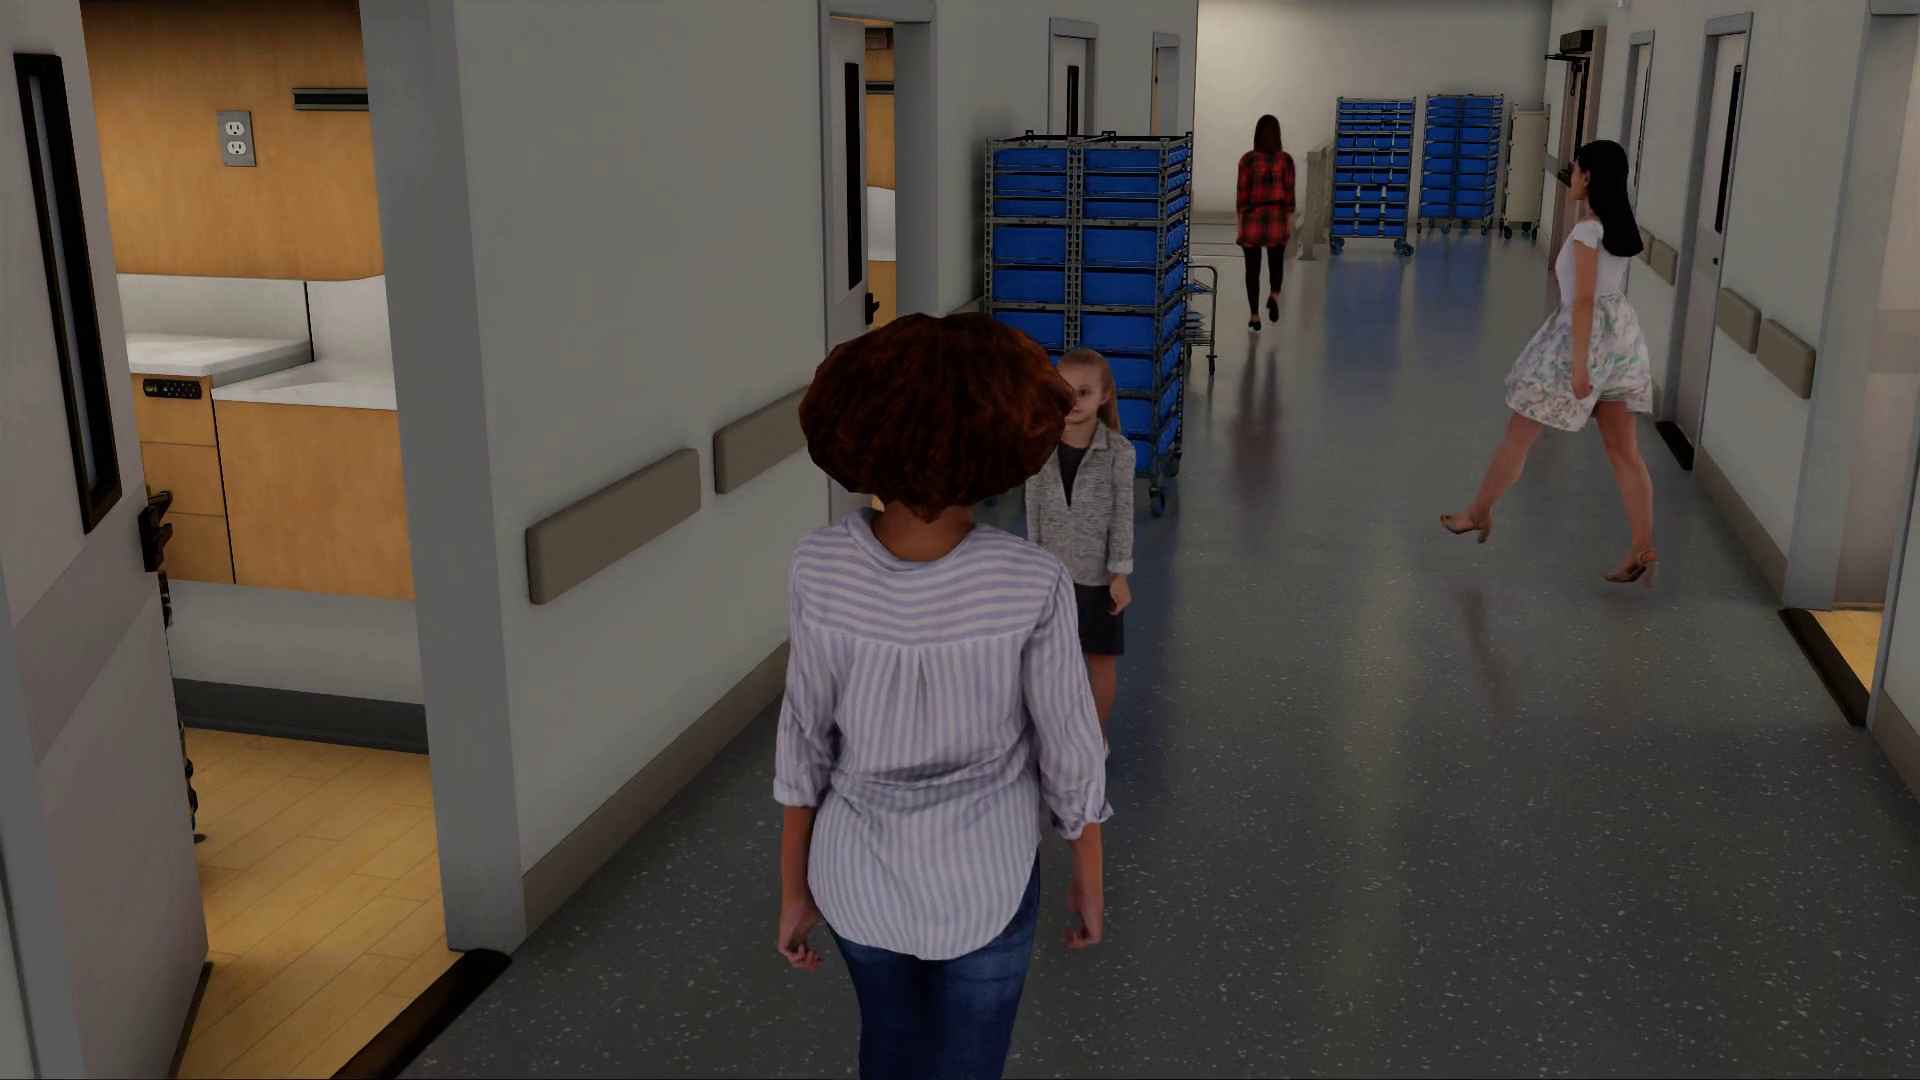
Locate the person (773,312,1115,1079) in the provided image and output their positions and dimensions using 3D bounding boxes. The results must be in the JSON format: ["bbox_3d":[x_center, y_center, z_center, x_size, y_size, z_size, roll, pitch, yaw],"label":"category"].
[{"bbox_3d":[-0.076,0.536,2.457,0.672,1.686,0.887,5,16,17],"label":"person"}]

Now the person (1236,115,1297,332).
[{"bbox_3d":[2.411,-2.487,13.168,0.696,1.693,0.815,1,16,3],"label":"person"}]

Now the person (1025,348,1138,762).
[{"bbox_3d":[0.377,0.061,4.903,0.529,1.265,0.567,6,17,20],"label":"person"}]

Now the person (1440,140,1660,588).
[{"bbox_3d":[2.582,-0.646,6.589,1.189,1.719,1.093,-14,21,-41],"label":"person"}]
